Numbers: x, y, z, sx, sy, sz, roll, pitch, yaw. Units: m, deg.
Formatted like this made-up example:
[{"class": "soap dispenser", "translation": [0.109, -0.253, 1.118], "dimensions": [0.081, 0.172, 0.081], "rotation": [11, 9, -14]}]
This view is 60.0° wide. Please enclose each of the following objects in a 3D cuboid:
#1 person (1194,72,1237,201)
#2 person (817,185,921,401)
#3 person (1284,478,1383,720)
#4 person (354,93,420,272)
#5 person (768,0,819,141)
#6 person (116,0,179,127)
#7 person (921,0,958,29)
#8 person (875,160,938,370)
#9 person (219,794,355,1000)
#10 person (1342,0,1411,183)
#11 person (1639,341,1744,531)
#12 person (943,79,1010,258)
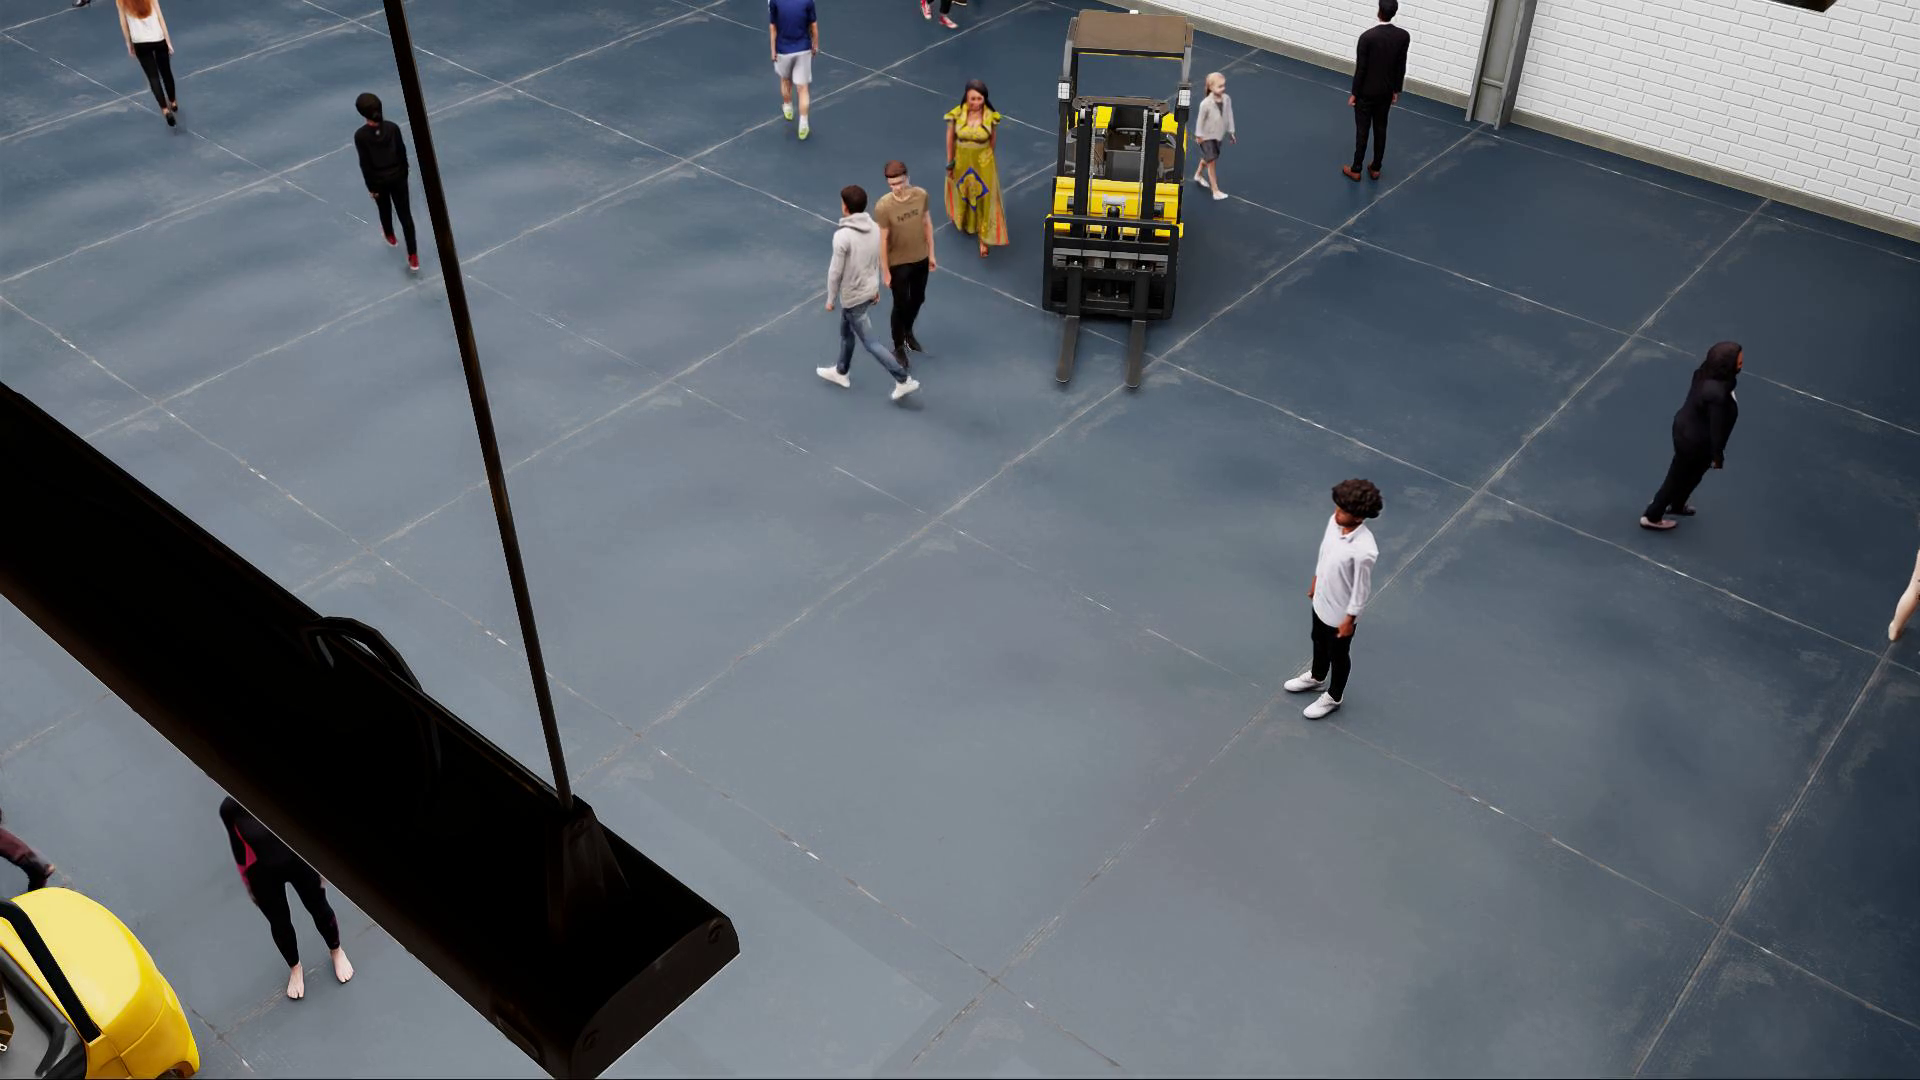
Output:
[{"class": "person", "translation": [2.473, -4.045, 16.513], "dimensions": [0.684, 1.243, 0.924], "rotation": [-21, 43, -25]}, {"class": "person", "translation": [-0.742, -1.921, 13.400], "dimensions": [1.282, 1.808, 0.857], "rotation": [16, 41, 19]}, {"class": "person", "translation": [2.397, 0.363, 10.540], "dimensions": [0.786, 1.809, 0.679], "rotation": [-12, 40, -14]}, {"class": "person", "translation": [-5.189, -3.246, 15.206], "dimensions": [0.870, 1.626, 1.181], "rotation": [-20, 43, -23]}, {"class": "person", "translation": [-1.730, -5.068, 17.341], "dimensions": [1.029, 1.810, 1.087], "rotation": [-3, 39, -4]}, {"class": "person", "translation": [-8.578, -5.229, 17.634], "dimensions": [0.852, 1.695, 1.130], "rotation": [-19, 42, -22]}, {"class": "person", "translation": [-0.181, -7.022, 19.853], "dimensions": [0.752, 1.726, 0.836], "rotation": [-21, 43, -24]}, {"class": "person", "translation": [-0.439, -2.350, 13.885], "dimensions": [0.801, 1.875, 0.845], "rotation": [-30, 47, -32]}, {"class": "person", "translation": [-3.603, 1.747, 8.852], "dimensions": [0.653, 1.754, 0.695], "rotation": [-16, 41, -19]}, {"class": "person", "translation": [4.137, -4.487, 16.555], "dimensions": [0.763, 1.883, 0.795], "rotation": [-7, 39, -8]}, {"class": "person", "translation": [5.254, -0.728, 12.075], "dimensions": [0.823, 1.598, 0.777], "rotation": [5, 39, 6]}, {"class": "person", "translation": [0.092, -3.547, 15.604], "dimensions": [1.285, 1.599, 1.316], "rotation": [-1, 39, -2]}]
